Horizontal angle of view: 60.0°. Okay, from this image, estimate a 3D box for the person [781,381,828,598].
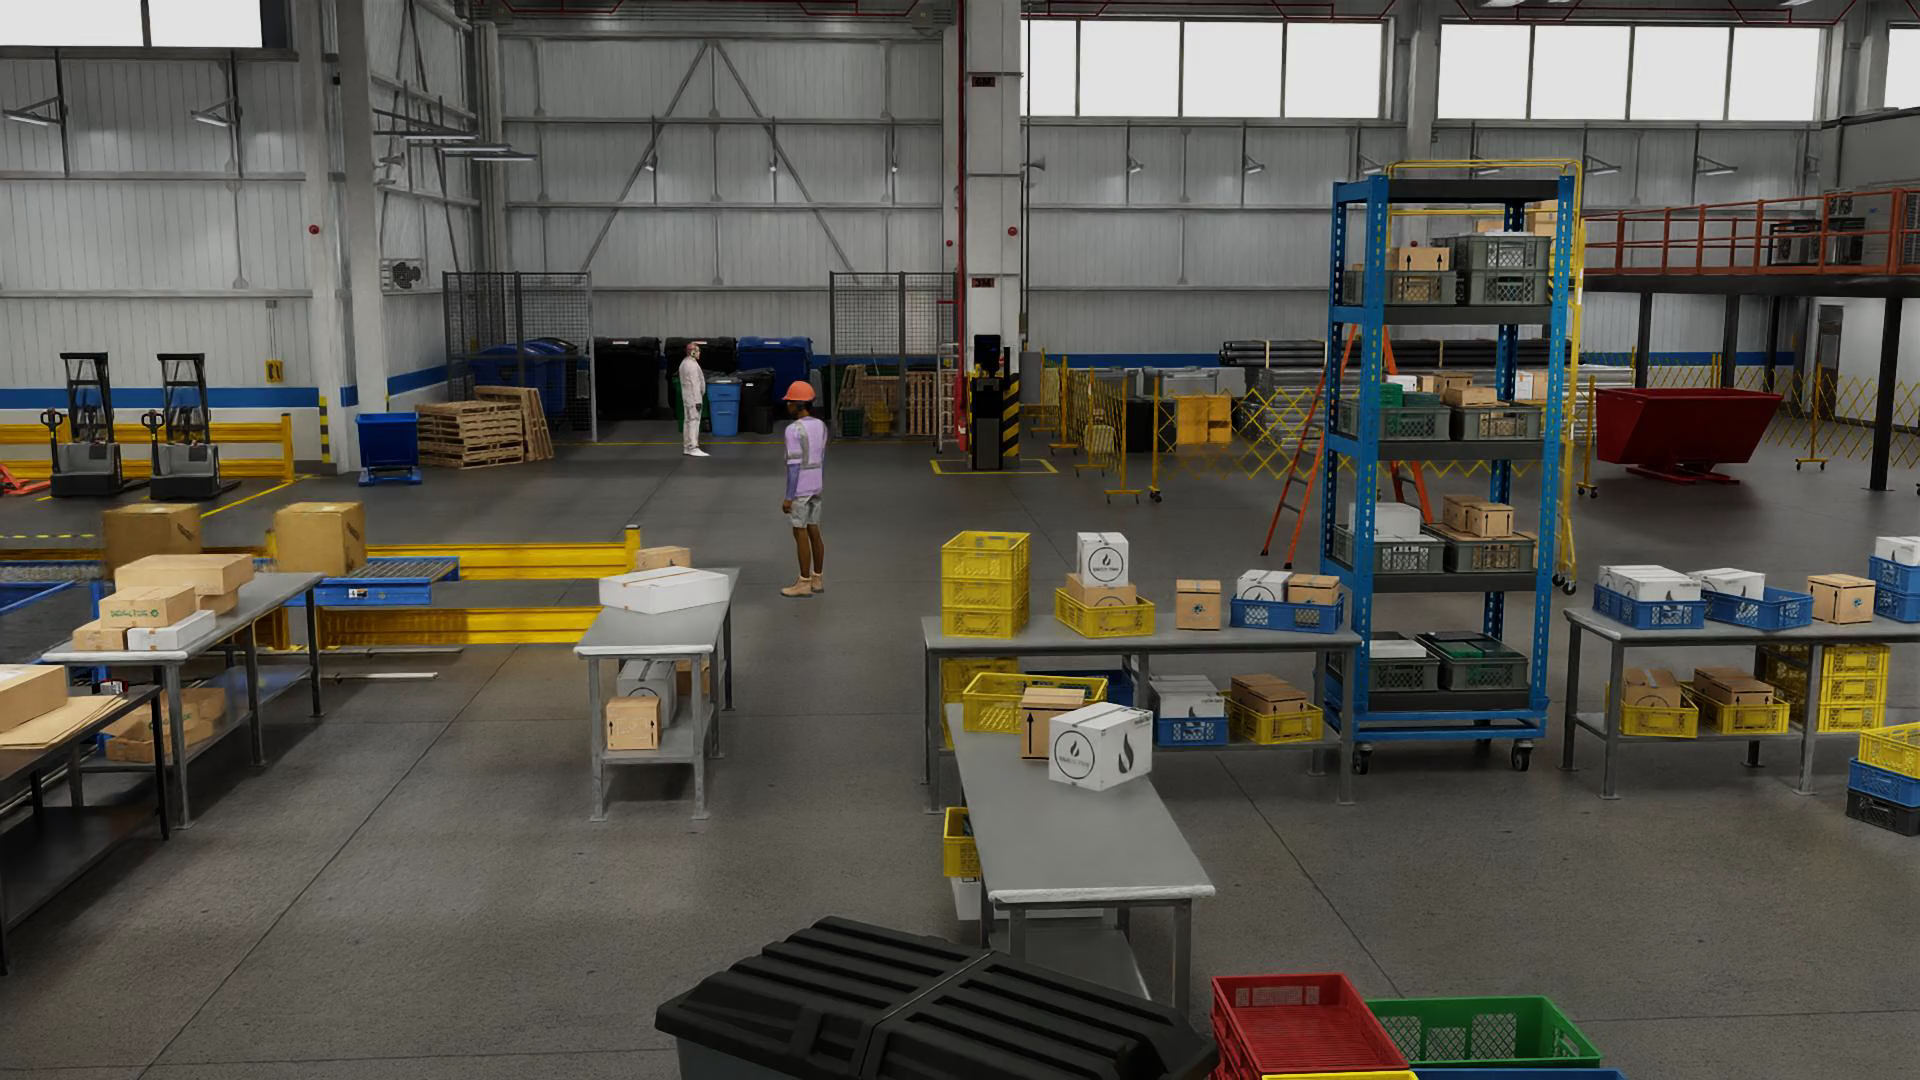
[{"bbox_3d":[-1.497,-0.477,15.705,0.376,2.042,0.615,4,10,24],"label":"person"}]

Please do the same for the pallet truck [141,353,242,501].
[{"bbox_3d":[-10.520,-1.604,22.925,0.823,1.965,1.885,-1,9,-6],"label":"pallet truck"}]

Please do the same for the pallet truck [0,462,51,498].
[{"bbox_3d":[-13.193,-1.293,23.148,0.653,1.274,1.630,-1,9,-4],"label":"pallet truck"}]

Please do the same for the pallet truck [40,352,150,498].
[{"bbox_3d":[-11.907,-1.642,23.165,0.823,1.965,1.885,0,9,0],"label":"pallet truck"}]

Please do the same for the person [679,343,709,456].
[{"bbox_3d":[-4.462,-2.357,27.933,0.405,1.906,0.653,-5,10,-27],"label":"person"}]
